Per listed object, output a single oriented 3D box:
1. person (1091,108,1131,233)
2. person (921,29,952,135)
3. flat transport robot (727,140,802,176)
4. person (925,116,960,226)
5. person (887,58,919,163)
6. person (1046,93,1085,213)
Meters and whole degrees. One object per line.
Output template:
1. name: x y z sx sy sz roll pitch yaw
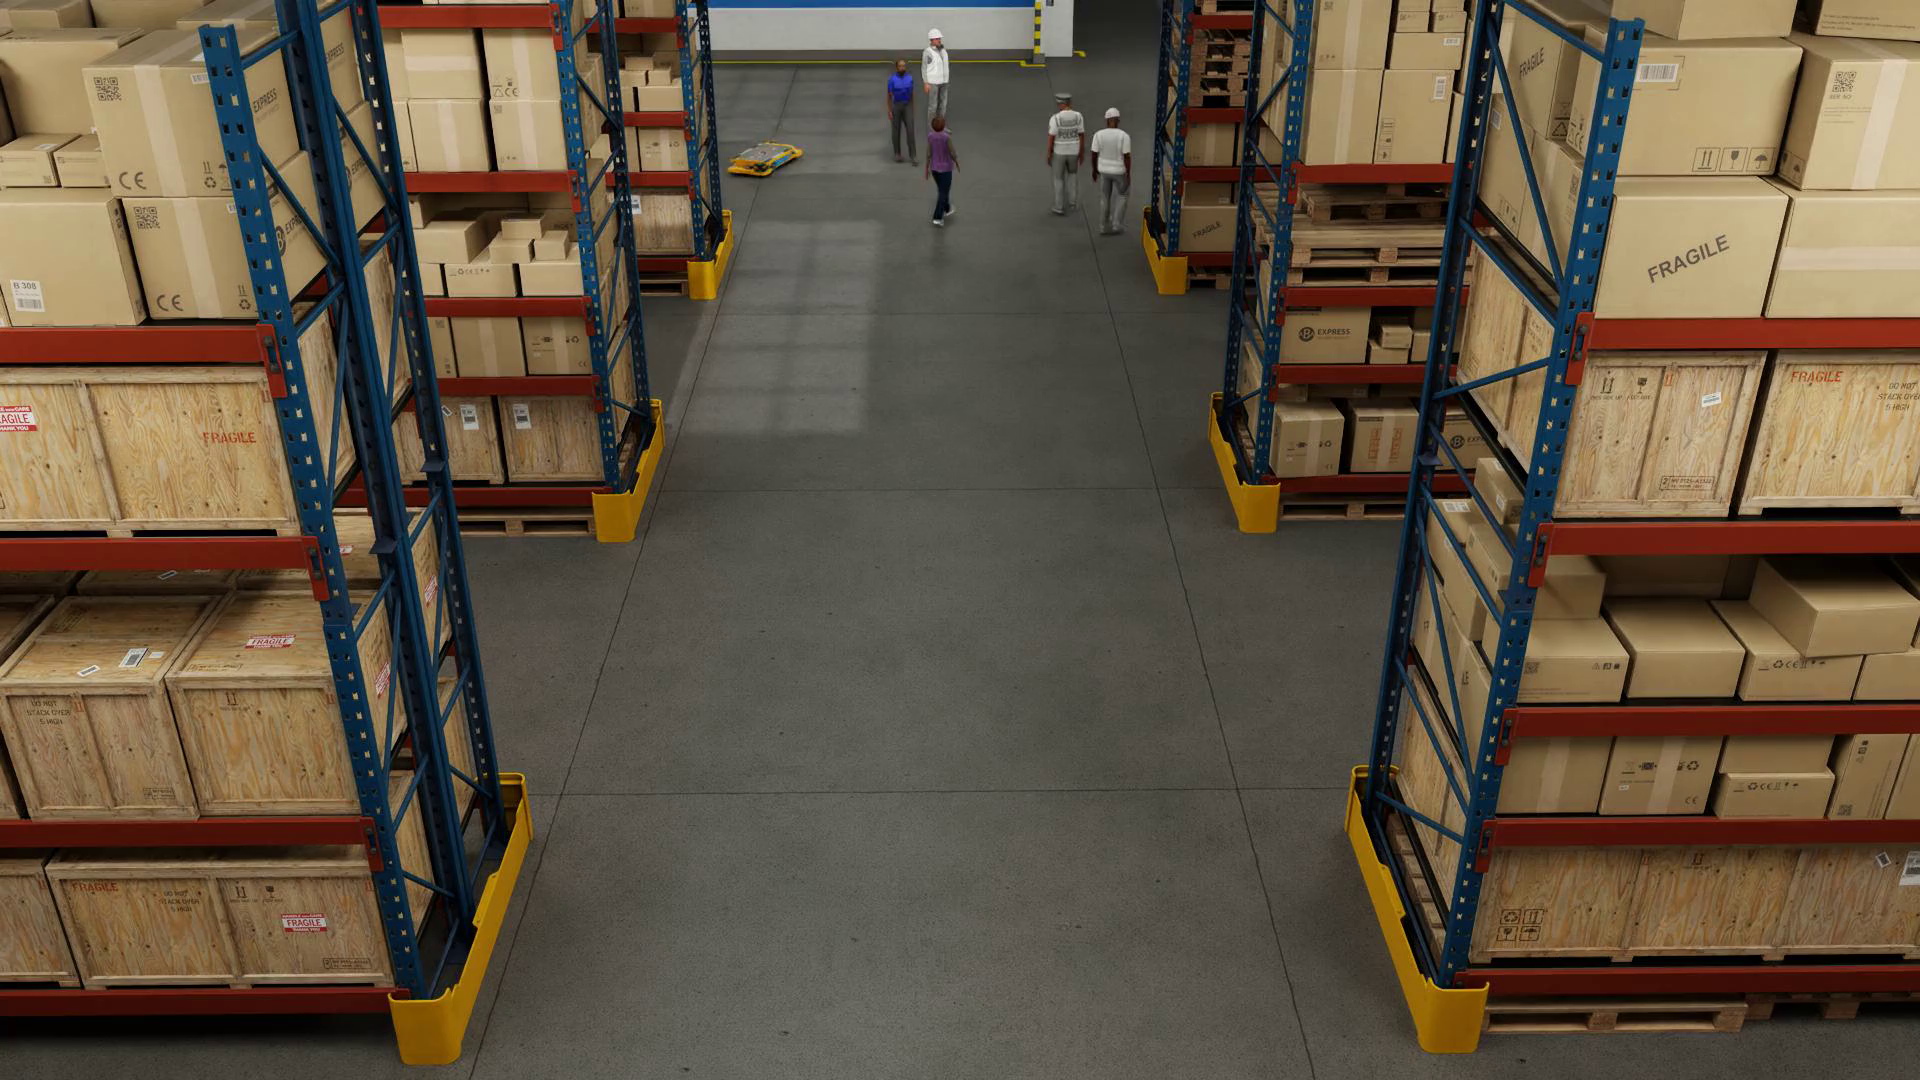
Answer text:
1. person: 2.166 -5.225 23.597 0.610 1.781 0.400 11 30 20
2. person: -0.383 -7.837 28.474 0.375 1.775 0.531 24 37 37
3. flat transport robot: -3.178 -6.203 27.098 0.659 0.264 1.431 10 30 18
4. person: -0.223 -5.401 24.157 0.447 1.572 0.831 14 31 25
5. person: -0.930 -6.920 26.886 0.458 1.653 0.694 -7 29 -13
6. person: 1.531 -5.678 24.492 0.561 1.784 0.432 -8 29 -15
